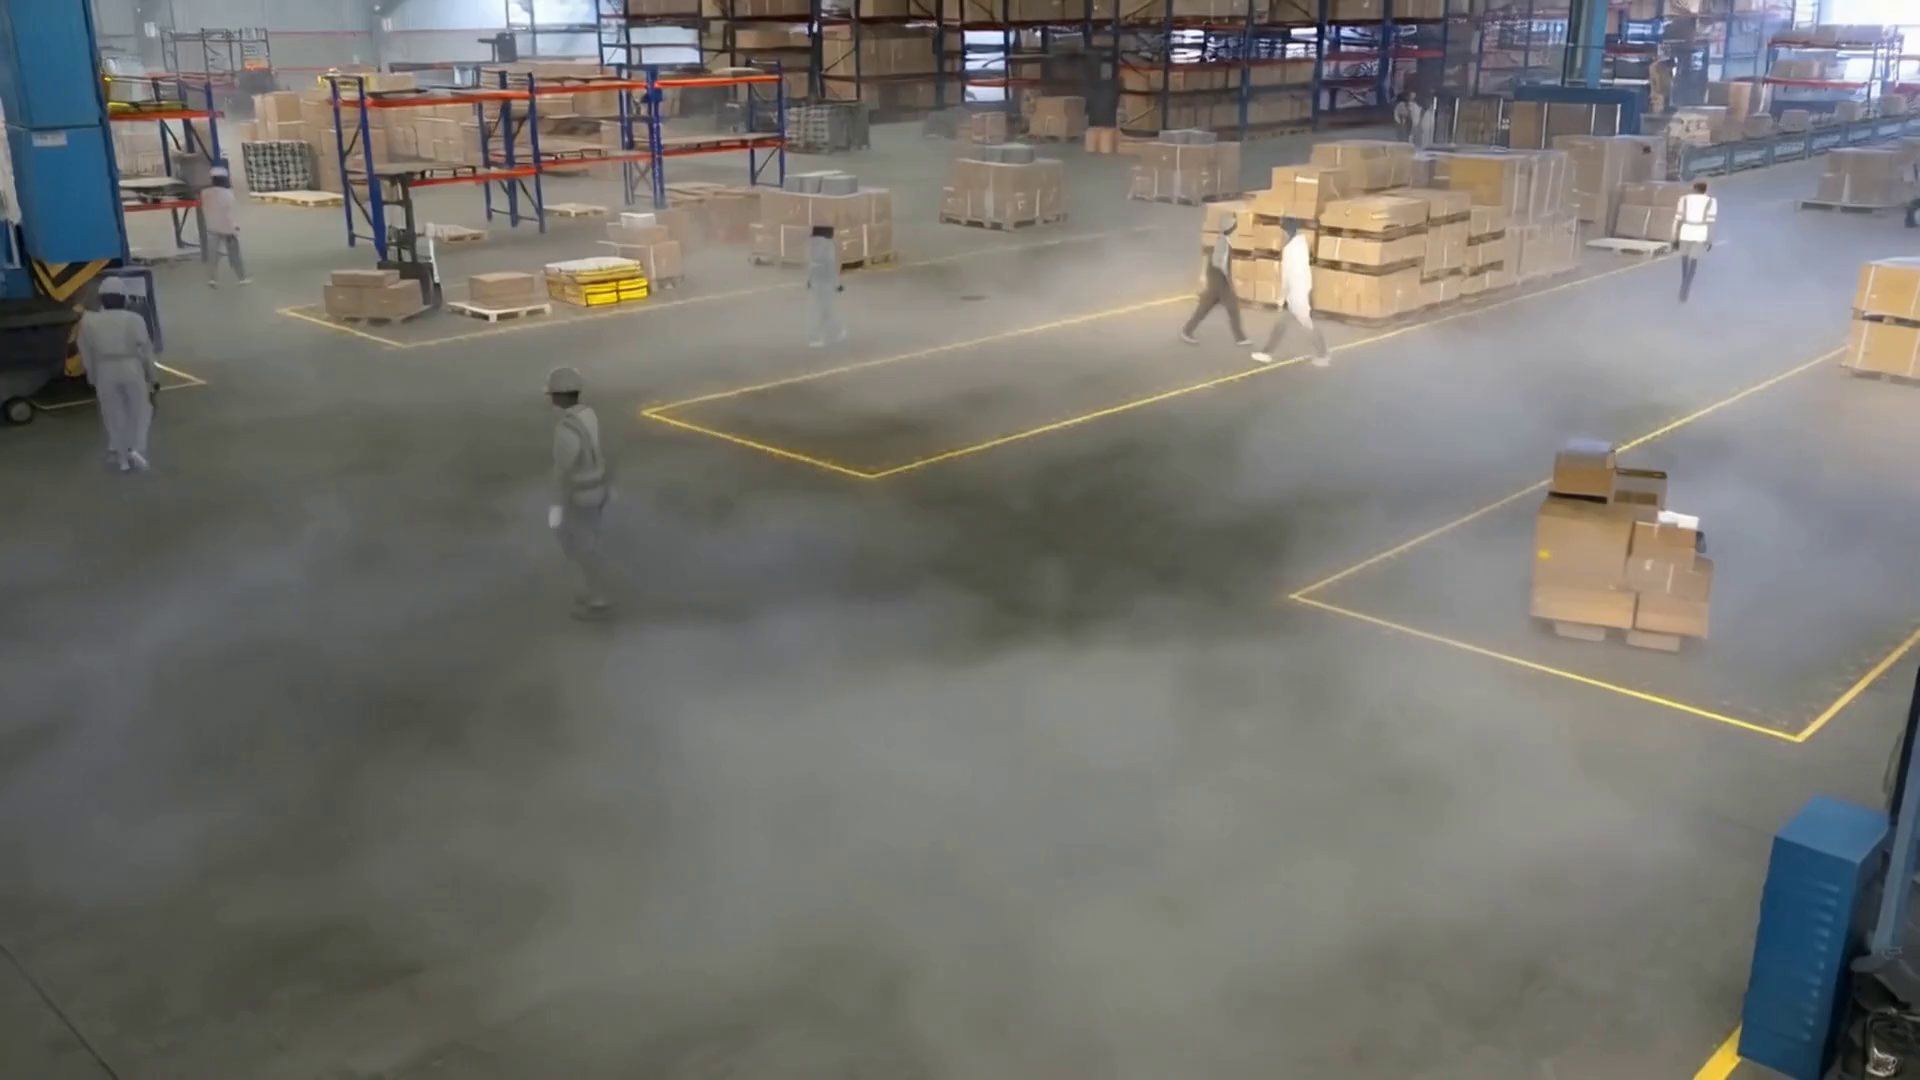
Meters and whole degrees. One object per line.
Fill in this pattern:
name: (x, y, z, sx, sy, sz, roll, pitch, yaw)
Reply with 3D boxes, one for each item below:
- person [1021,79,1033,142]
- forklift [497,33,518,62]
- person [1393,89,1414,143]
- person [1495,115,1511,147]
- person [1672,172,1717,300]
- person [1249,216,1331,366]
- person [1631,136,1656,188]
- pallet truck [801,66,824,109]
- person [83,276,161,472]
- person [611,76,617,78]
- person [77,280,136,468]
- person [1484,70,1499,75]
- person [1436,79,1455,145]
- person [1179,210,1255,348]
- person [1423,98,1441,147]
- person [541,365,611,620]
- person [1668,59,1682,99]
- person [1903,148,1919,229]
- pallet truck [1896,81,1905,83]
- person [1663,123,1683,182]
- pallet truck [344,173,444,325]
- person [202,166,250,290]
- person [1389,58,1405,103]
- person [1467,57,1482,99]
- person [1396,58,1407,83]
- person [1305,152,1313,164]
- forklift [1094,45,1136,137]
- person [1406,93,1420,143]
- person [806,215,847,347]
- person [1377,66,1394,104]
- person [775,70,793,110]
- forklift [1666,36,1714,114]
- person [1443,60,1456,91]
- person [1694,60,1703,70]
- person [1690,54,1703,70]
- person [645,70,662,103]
person: (2.066, -13.214, 51.150, 0.346, 1.882, 0.584, 6, 19, 19)
forklift: (-17.950, -18.779, 66.360, 1.129, 2.768, 1.873, 17, 25, 41)
person: (11.575, -10.789, 43.601, 0.618, 2.000, 0.690, 2, 18, 6)
person: (11.961, -8.416, 36.718, 0.313, 1.869, 0.538, 17, 25, 42)
person: (11.116, -4.611, 25.217, 0.555, 1.895, 0.999, 11, 21, 31)
person: (4.195, -3.088, 20.683, 1.011, 1.872, 0.678, 5, 19, 15)
person: (13.589, -7.128, 33.046, 0.542, 1.722, 0.862, -2, 18, -6)
pallet truck: (-4.812, -15.182, 56.903, 0.823, 1.965, 1.885, -9, 21, -26)
person: (-8.126, -1.599, 16.144, 0.704, 1.899, 0.441, -3, 19, -10)
person: (-11.924, -15.242, 57.661, 0.509, 1.629, 0.315, 17, 25, 41)
person: (-8.376, -1.633, 16.326, 0.633, 1.841, 0.429, 14, 23, 37)
person: (22.923, -20.118, 71.723, 0.606, 2.035, 0.400, 7, 20, 20)
person: (14.421, -12.660, 49.321, 0.608, 1.986, 0.391, -14, 23, -36)
person: (3.367, -3.411, 21.772, 0.983, 1.806, 0.521, 7, 20, 20)
person: (13.195, -11.549, 46.548, 0.511, 1.617, 0.389, 12, 22, 32)
person: (-2.848, -0.338, 12.290, 0.518, 1.927, 0.622, 0, 18, 1)
person: (30.369, -19.590, 70.674, 0.575, 1.673, 0.410, 9, 20, 26)
person: (18.813, -7.030, 32.433, 0.608, 1.945, 0.519, -15, 23, -37)
pallet truck: (34.802, -16.331, 61.455, 0.653, 1.274, 1.630, 17, 25, 41)
person: (15.837, -8.407, 36.978, 0.323, 1.689, 0.537, -2, 18, -7)
pallet truck: (-8.209, -4.181, 23.757, 0.823, 1.965, 1.885, 3, 19, 9)
person: (-11.614, -4.896, 26.102, 0.592, 1.888, 0.947, 3, 19, 10)
person: (17.562, -18.431, 66.925, 0.663, 1.854, 0.699, 16, 24, 40)
person: (20.889, -18.571, 67.313, 0.893, 1.870, 0.675, -17, 25, -41)
person: (20.329, -21.545, 76.382, 0.872, 1.793, 0.621, -13, 22, -34)
person: (5.872, -5.600, 28.157, 0.593, 1.920, 0.392, -7, 20, -21)
forklift: (4.620, -14.051, 52.114, 1.129, 2.768, 1.873, 17, 25, 41)
person: (12.702, -11.768, 47.052, 0.547, 1.726, 0.597, 10, 21, 28)
person: (-1.733, -3.421, 21.922, 0.848, 1.702, 0.503, -16, 24, -40)
person: (16.986, -18.127, 66.420, 0.820, 1.593, 0.532, 11, 21, 31)
person: (-6.146, -15.479, 58.095, 0.623, 1.813, 0.844, -6, 19, -16)
forklift: (27.341, -17.291, 61.877, 1.129, 2.768, 1.873, 17, 25, 41)
person: (20.329, -19.144, 69.331, 0.709, 1.668, 0.557, -15, 24, -39)
person: (29.297, -18.146, 66.101, 0.587, 1.828, 0.404, -9, 21, -26)
person: (31.113, -19.552, 70.265, 0.552, 1.883, 0.995, 8, 20, 24)
person: (-10.388, -14.983, 56.449, 0.606, 1.908, 0.399, 6, 19, 17)
